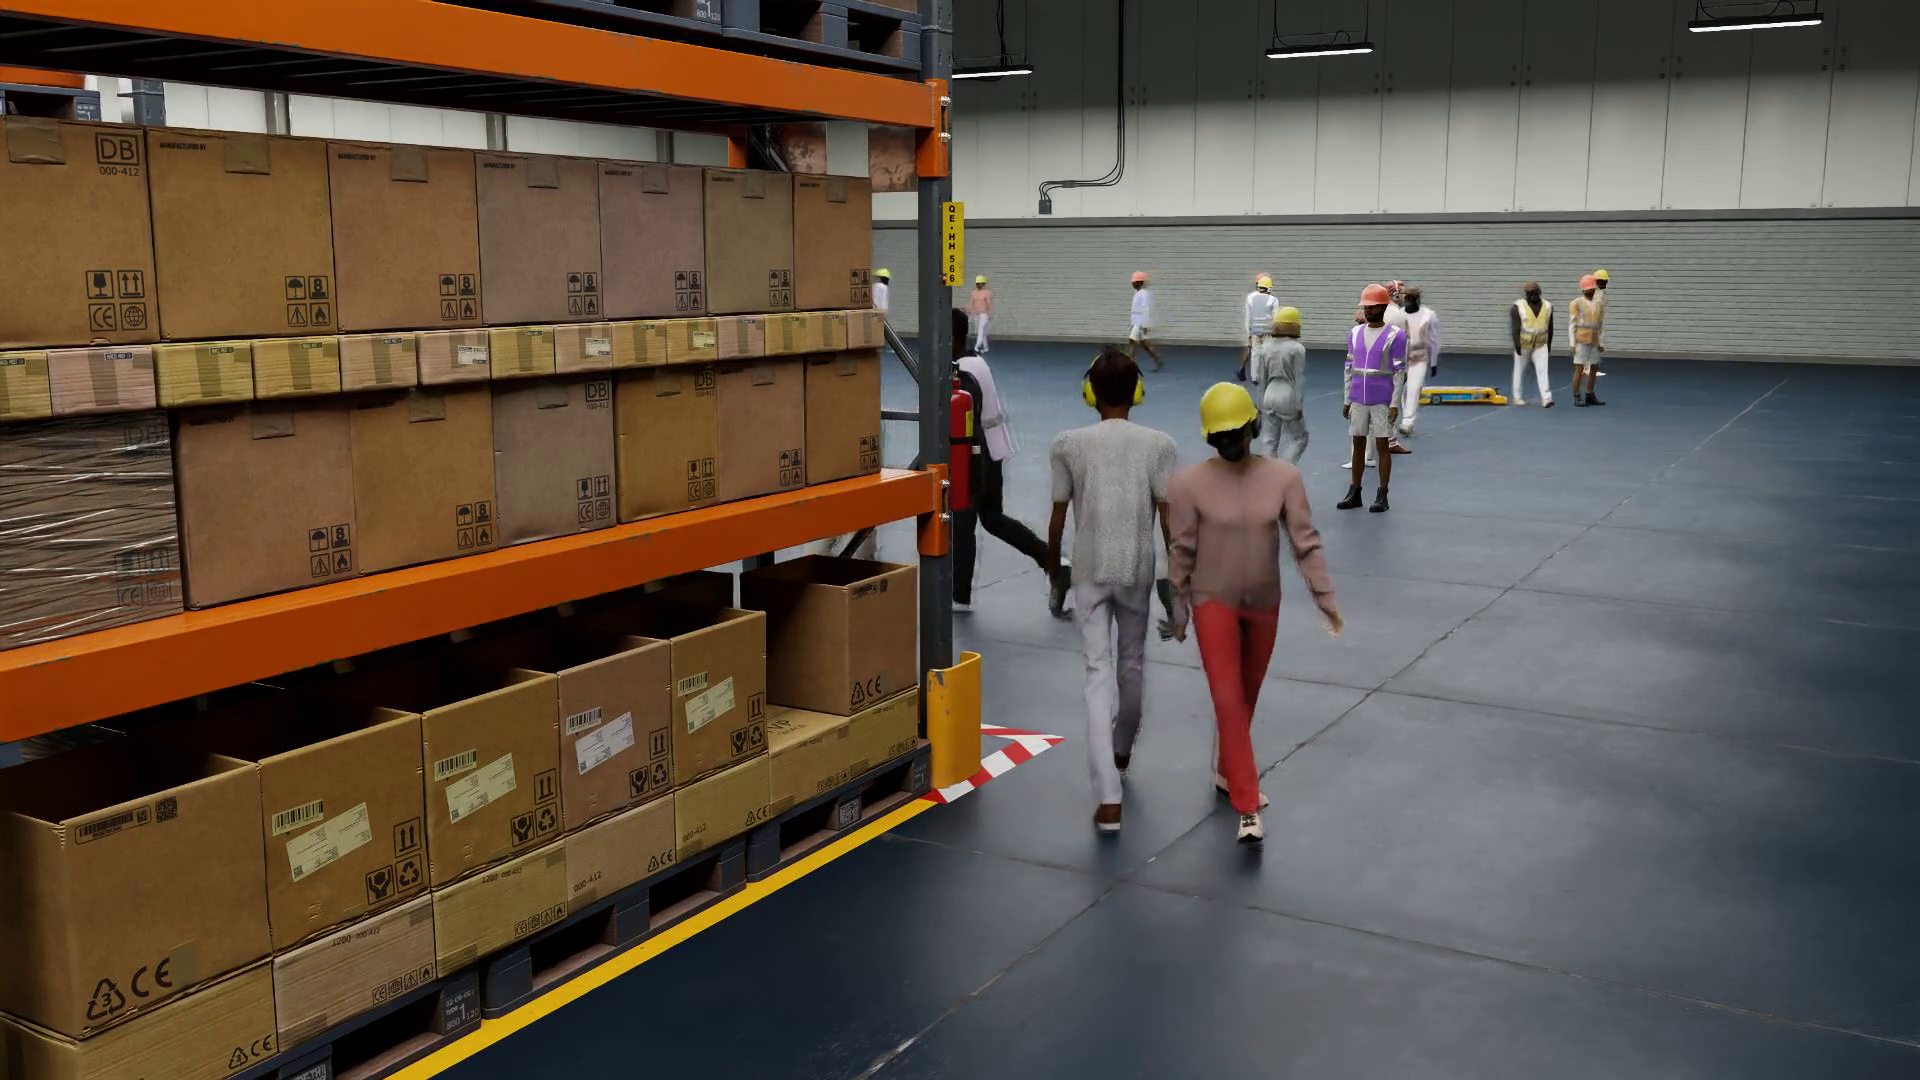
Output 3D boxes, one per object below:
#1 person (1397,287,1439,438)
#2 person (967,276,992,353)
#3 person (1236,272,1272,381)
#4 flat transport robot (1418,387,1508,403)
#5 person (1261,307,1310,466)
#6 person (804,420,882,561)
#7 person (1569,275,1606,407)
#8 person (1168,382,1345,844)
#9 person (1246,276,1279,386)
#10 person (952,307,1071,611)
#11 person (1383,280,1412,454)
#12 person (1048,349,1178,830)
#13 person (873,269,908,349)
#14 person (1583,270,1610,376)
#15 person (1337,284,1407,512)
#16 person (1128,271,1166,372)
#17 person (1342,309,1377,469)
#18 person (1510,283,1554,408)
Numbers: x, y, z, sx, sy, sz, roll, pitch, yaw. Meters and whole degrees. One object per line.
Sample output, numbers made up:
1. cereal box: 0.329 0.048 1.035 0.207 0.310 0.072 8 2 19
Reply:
1. person: 5.388 -2.133 20.054 0.651 1.791 0.955 6 12 33
2. person: 0.406 -5.052 37.355 0.540 1.724 0.887 8 12 39
3. person: 5.199 -3.719 29.051 0.562 1.907 0.948 9 13 43
4. flat transport robot: 7.294 -2.152 24.615 1.431 0.197 0.652 0 10 1
5. person: 2.889 -1.212 14.861 0.387 1.724 0.500 -9 13 -43
6. person: -0.683 -0.166 9.036 0.541 1.608 0.681 6 11 32
7. person: 9.144 -2.869 24.086 0.725 1.901 0.388 -3 10 -16
8. person: 1.102 0.263 6.271 0.628 1.707 0.869 -2 10 -13
9. person: 5.075 -3.475 27.788 0.586 1.835 0.404 7 12 34
10. person: 0.211 -0.473 10.096 0.839 1.881 0.619 2 10 9
11. person: 4.783 -1.911 18.421 0.407 1.908 0.641 -3 10 -15
12. person: 0.610 0.165 6.567 0.507 1.808 1.008 0 10 1
13. person: -1.659 -5.038 36.802 0.975 1.875 0.614 -6 11 -30
14. person: 11.628 -3.965 30.382 0.385 1.928 0.589 1 10 6
15. person: 3.515 -1.207 14.206 0.542 1.938 0.357 8 13 39
16. person: 3.410 -4.059 31.021 0.929 1.908 0.553 -1 10 -5
17. person: 4.144 -1.535 17.022 0.516 1.636 0.313 -9 13 -43
18. person: 8.258 -2.797 23.978 0.630 1.780 0.951 0 10 2
